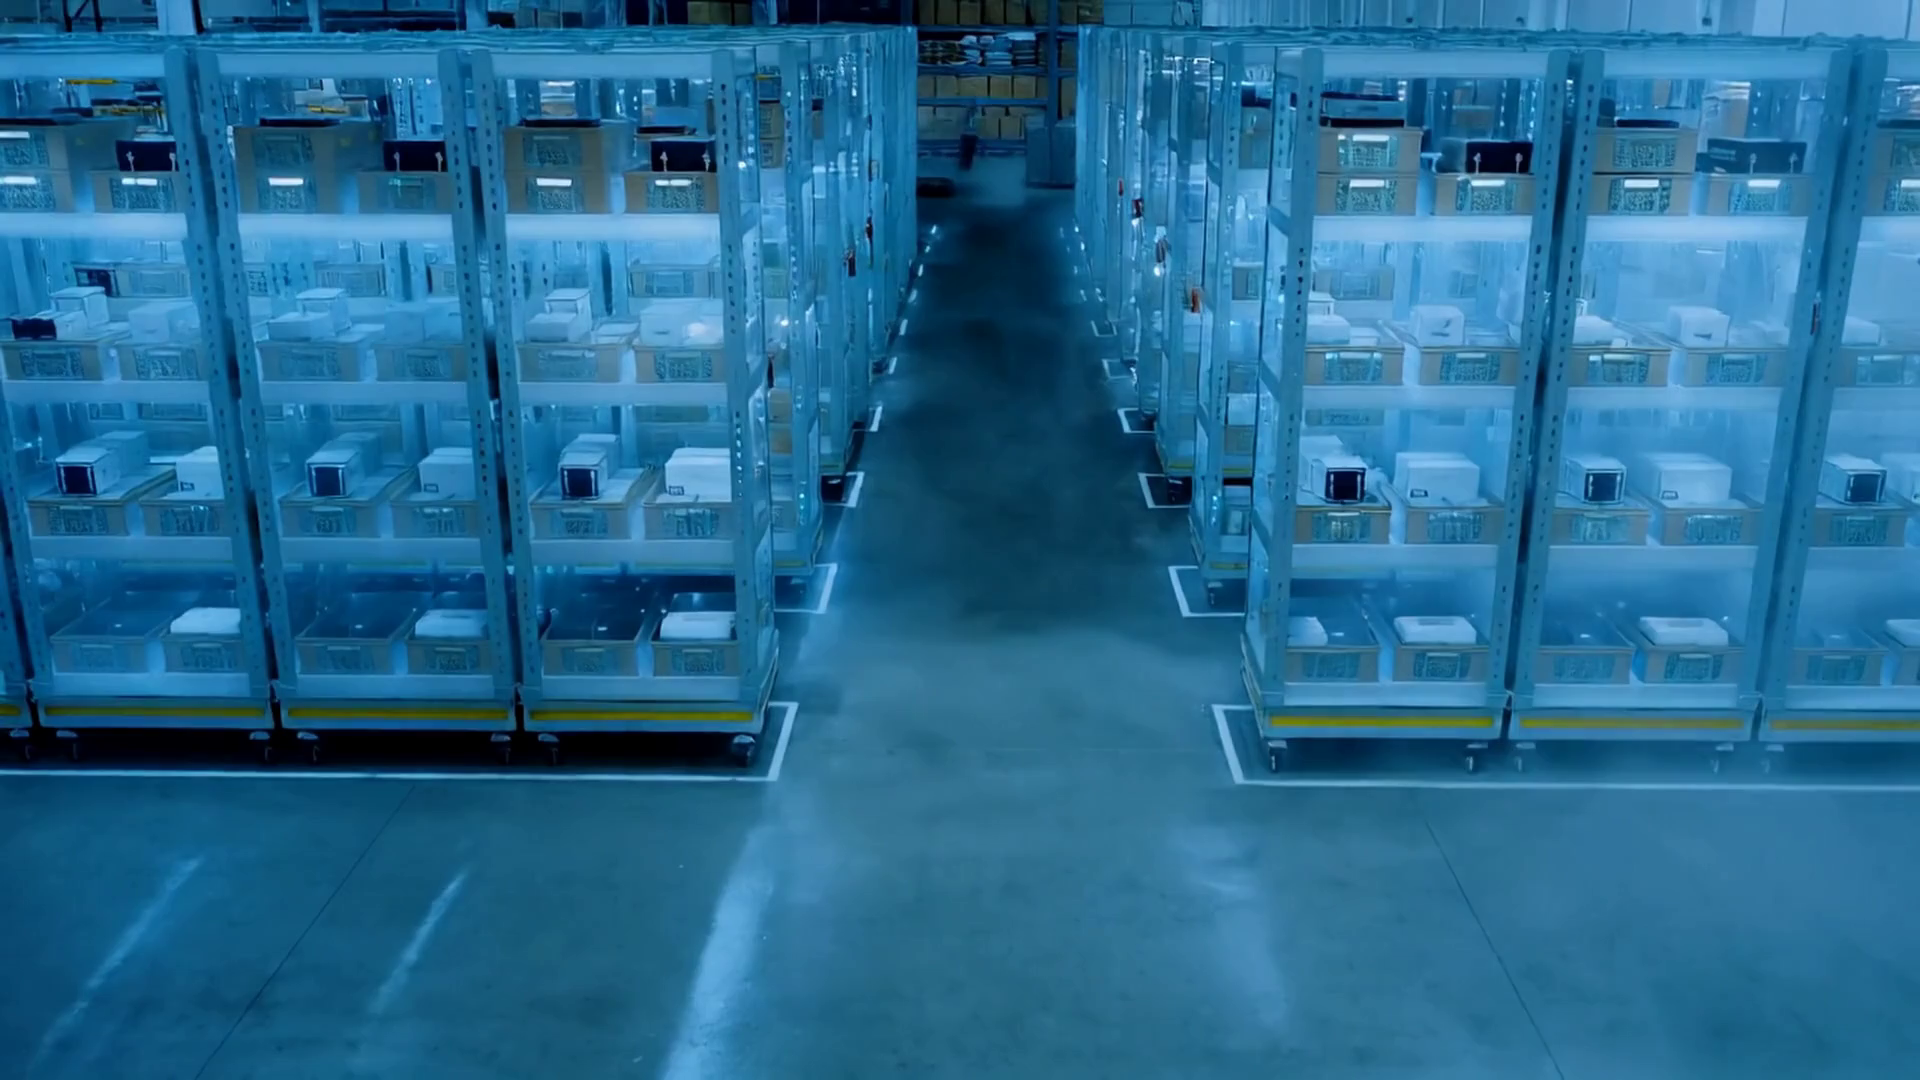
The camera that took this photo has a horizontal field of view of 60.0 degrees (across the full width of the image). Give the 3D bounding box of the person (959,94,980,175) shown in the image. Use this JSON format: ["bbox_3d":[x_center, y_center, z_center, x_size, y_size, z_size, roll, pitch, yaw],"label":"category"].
[{"bbox_3d":[0.241,-10.057,41.231,0.504,1.944,0.734,2,17,5],"label":"person"}]
